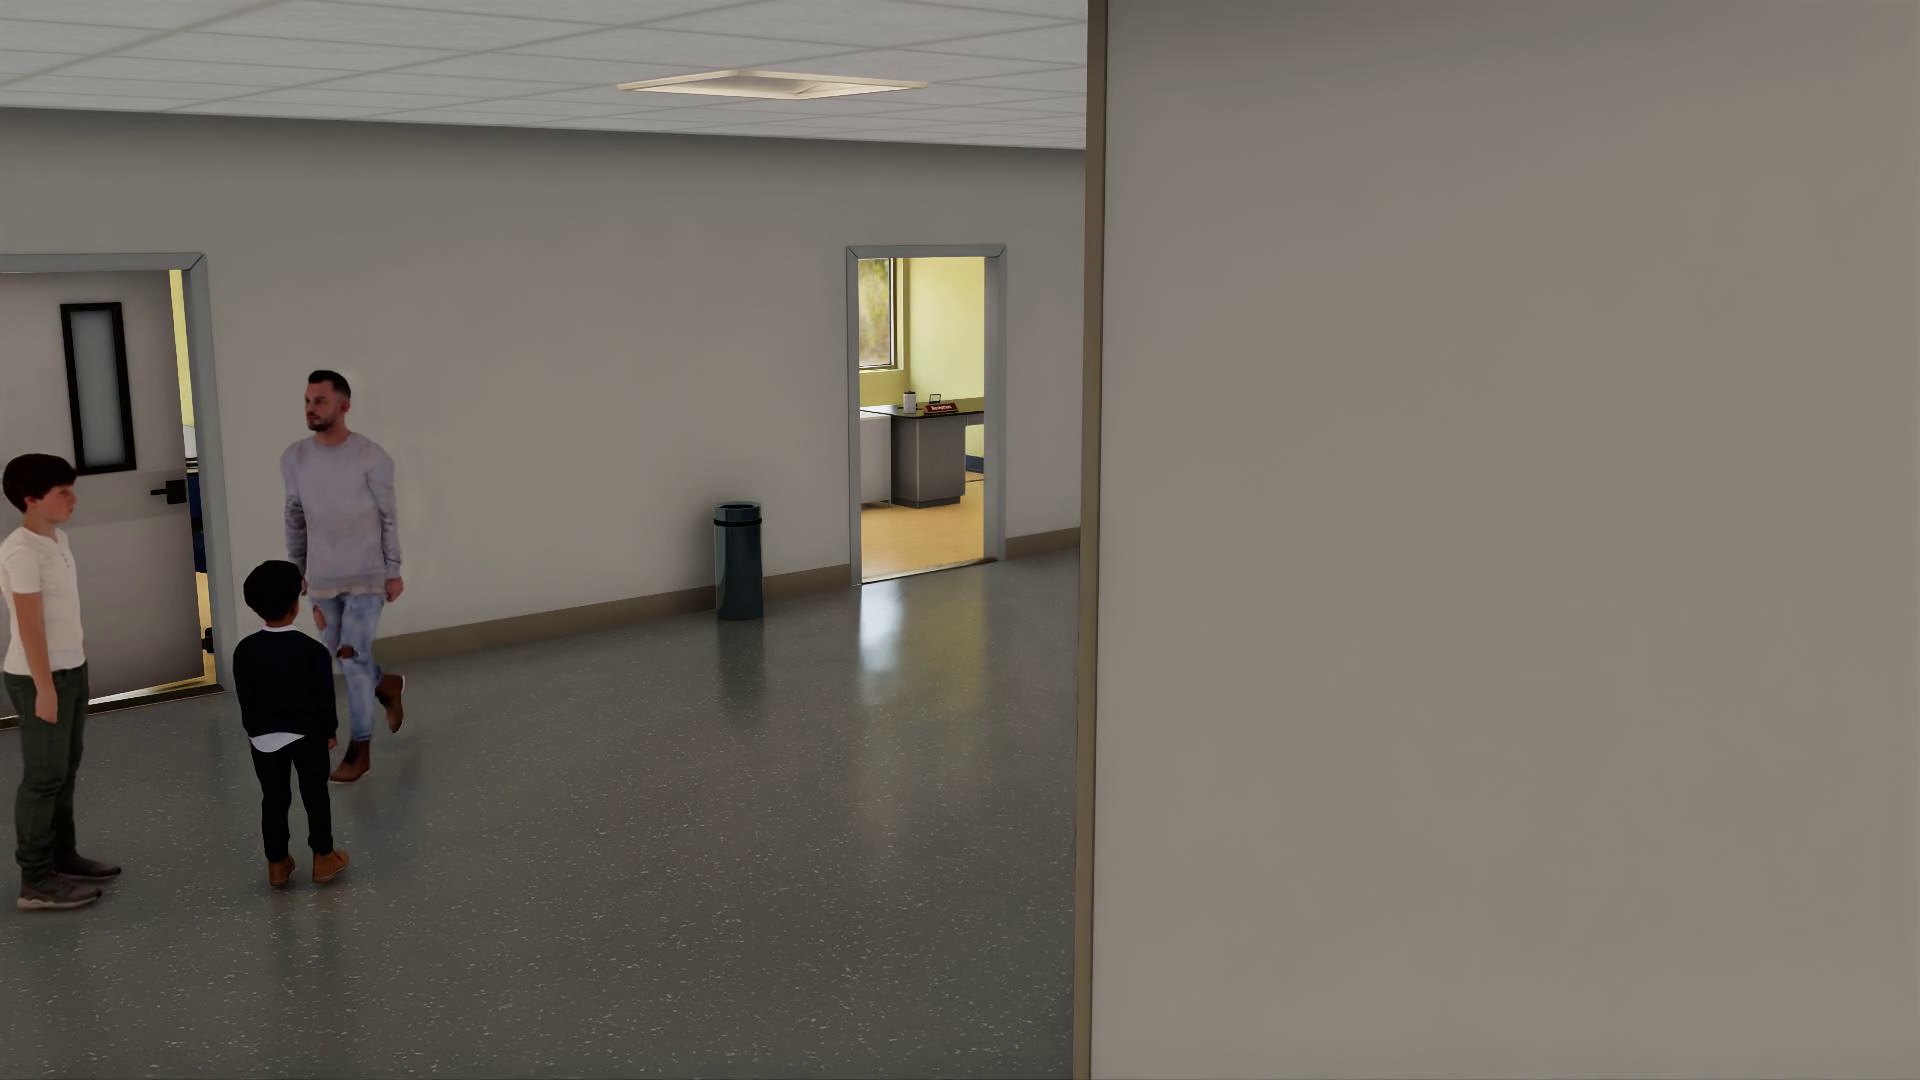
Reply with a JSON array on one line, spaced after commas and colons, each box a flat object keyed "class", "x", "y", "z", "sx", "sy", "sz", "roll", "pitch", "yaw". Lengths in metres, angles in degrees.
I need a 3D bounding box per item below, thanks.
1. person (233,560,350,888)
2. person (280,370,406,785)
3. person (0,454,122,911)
[{"class": "person", "x": -2.487, "y": 0.674, "z": 6.163, "sx": 0.578, "sy": 1.227, "sz": 0.654, "roll": -1, "pitch": 11, "yaw": -6}, {"class": "person", "x": -2.711, "y": 0.143, "z": 7.480, "sx": 1.030, "sy": 1.820, "sz": 1.114, "roll": 2, "pitch": 11, "yaw": 9}, {"class": "person", "x": -3.315, "y": 0.503, "z": 6.035, "sx": 0.672, "sy": 1.650, "sz": 0.644, "roll": -2, "pitch": 11, "yaw": -10}]
